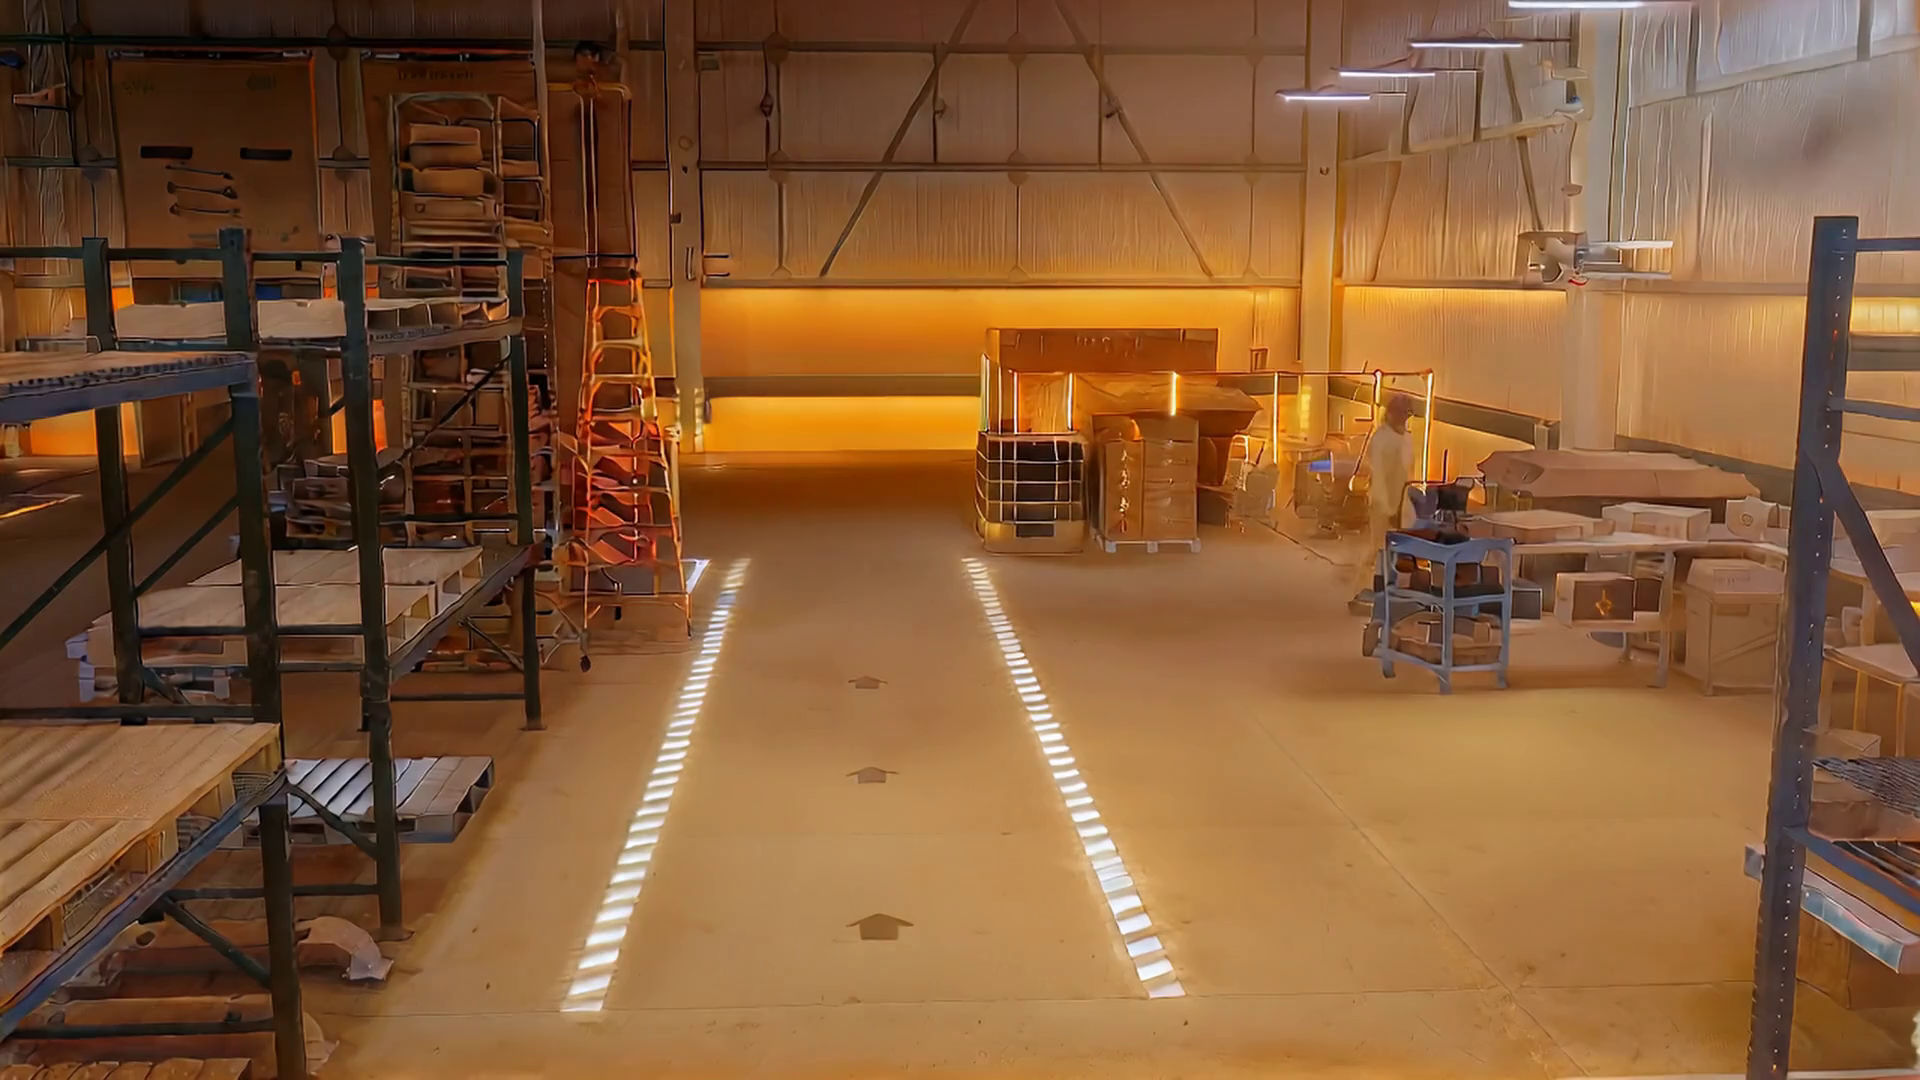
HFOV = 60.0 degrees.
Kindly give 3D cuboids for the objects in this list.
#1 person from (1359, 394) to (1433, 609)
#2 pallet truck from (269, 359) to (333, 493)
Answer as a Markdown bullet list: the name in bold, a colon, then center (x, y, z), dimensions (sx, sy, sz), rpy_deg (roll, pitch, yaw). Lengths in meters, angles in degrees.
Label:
- **person**: center (3.652, -0.246, 13.719), dimensions (0.649, 1.902, 0.806), rpy_deg (-8, 12, -41)
- **pallet truck**: center (-7.062, -1.131, 18.996), dimensions (1.885, 1.965, 0.823), rpy_deg (2, 9, 13)
